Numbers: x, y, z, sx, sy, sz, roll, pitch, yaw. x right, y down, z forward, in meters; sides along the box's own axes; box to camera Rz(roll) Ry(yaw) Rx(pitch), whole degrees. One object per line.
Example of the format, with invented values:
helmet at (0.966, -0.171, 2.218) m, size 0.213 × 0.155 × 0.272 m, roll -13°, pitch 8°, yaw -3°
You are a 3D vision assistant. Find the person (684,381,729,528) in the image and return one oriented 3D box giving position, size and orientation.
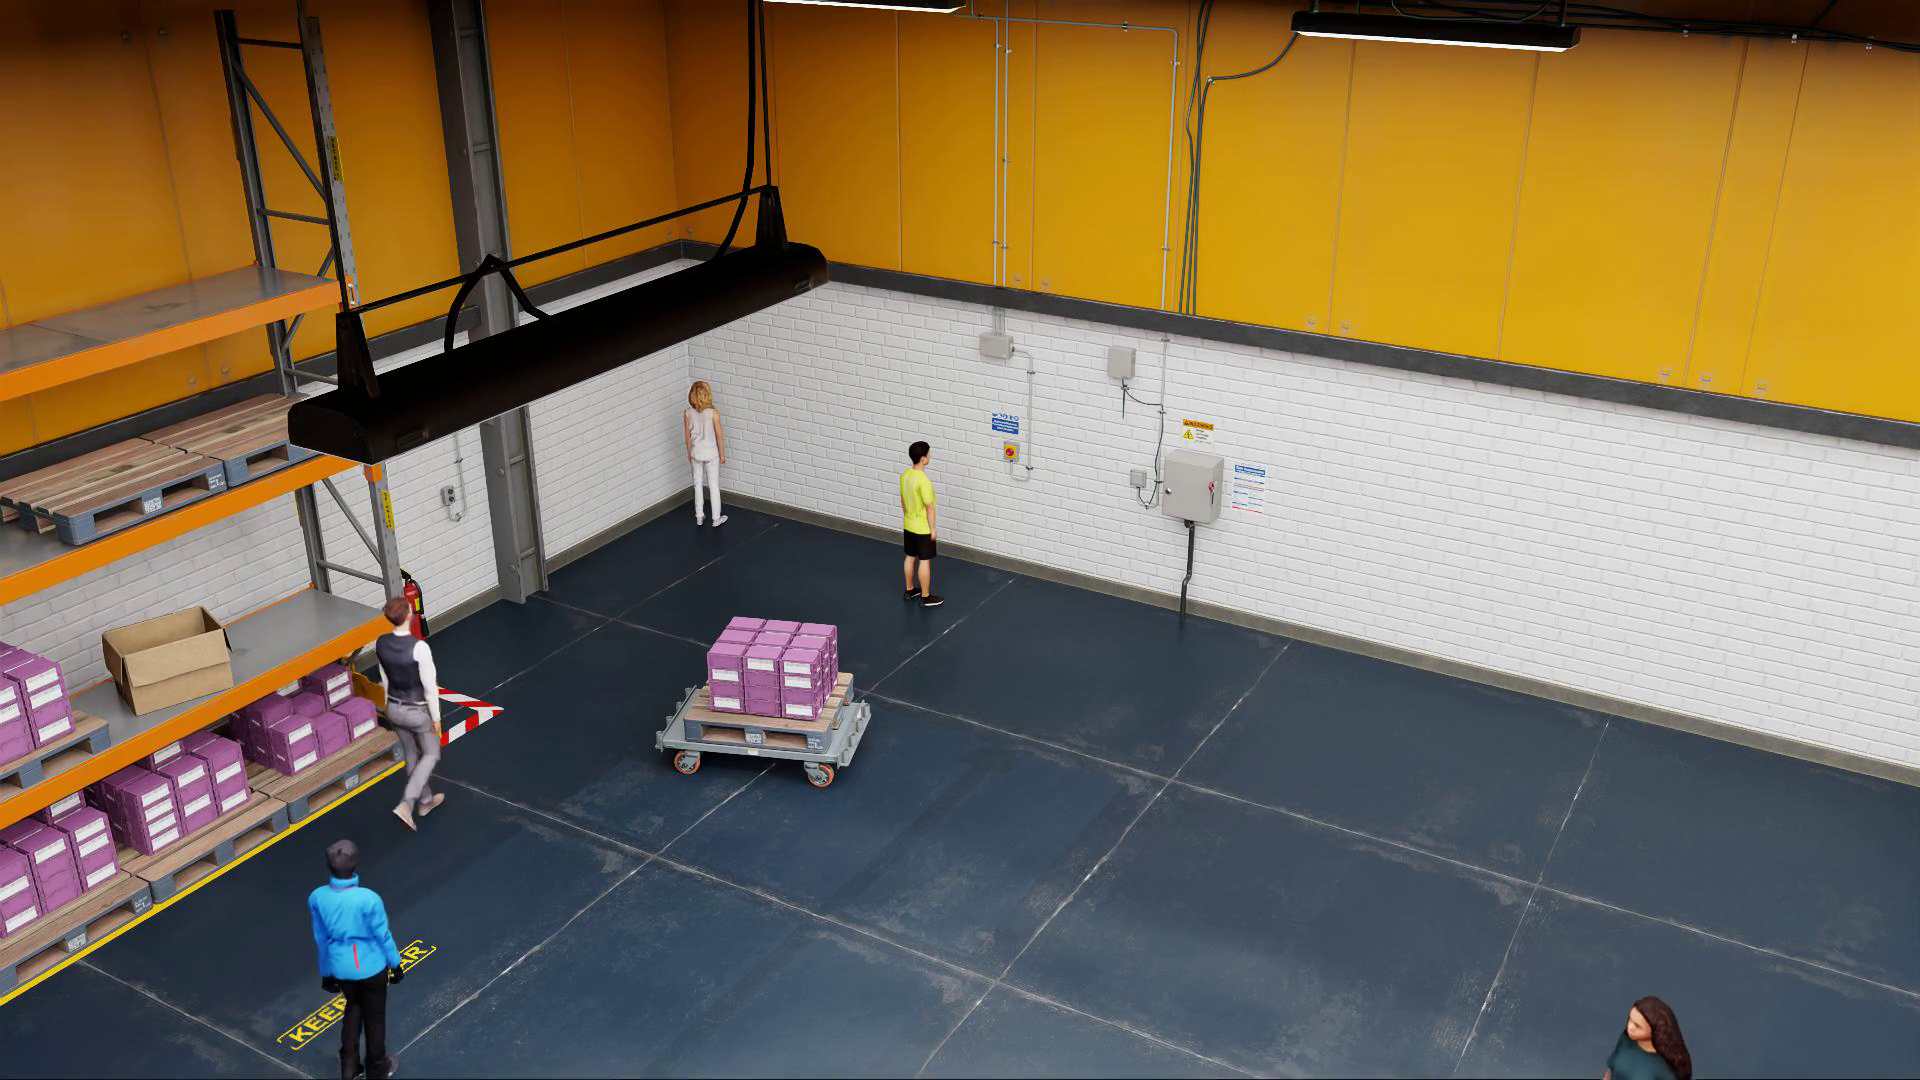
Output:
person at (-2.838, -0.963, 18.433) m, size 0.654 × 1.671 × 0.640 m, roll 5°, pitch 24°, yaw 10°

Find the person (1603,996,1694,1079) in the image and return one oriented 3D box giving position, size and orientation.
person at (3.758, 3.176, 9.083) m, size 1.105 × 1.576 × 1.063 m, roll -5°, pitch 24°, yaw -12°

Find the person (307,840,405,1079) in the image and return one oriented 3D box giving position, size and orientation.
person at (-3.677, 2.643, 10.042) m, size 0.717 × 1.785 × 0.747 m, roll 3°, pitch 24°, yaw 7°

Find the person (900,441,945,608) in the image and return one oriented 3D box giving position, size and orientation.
person at (-0.408, -0.169, 16.570) m, size 0.654 × 1.708 × 0.689 m, roll -18°, pitch 30°, yaw -36°

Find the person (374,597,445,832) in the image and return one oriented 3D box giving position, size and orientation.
person at (-4.277, 1.362, 12.809) m, size 0.777 × 1.916 × 1.010 m, roll 7°, pitch 25°, yaw 16°
